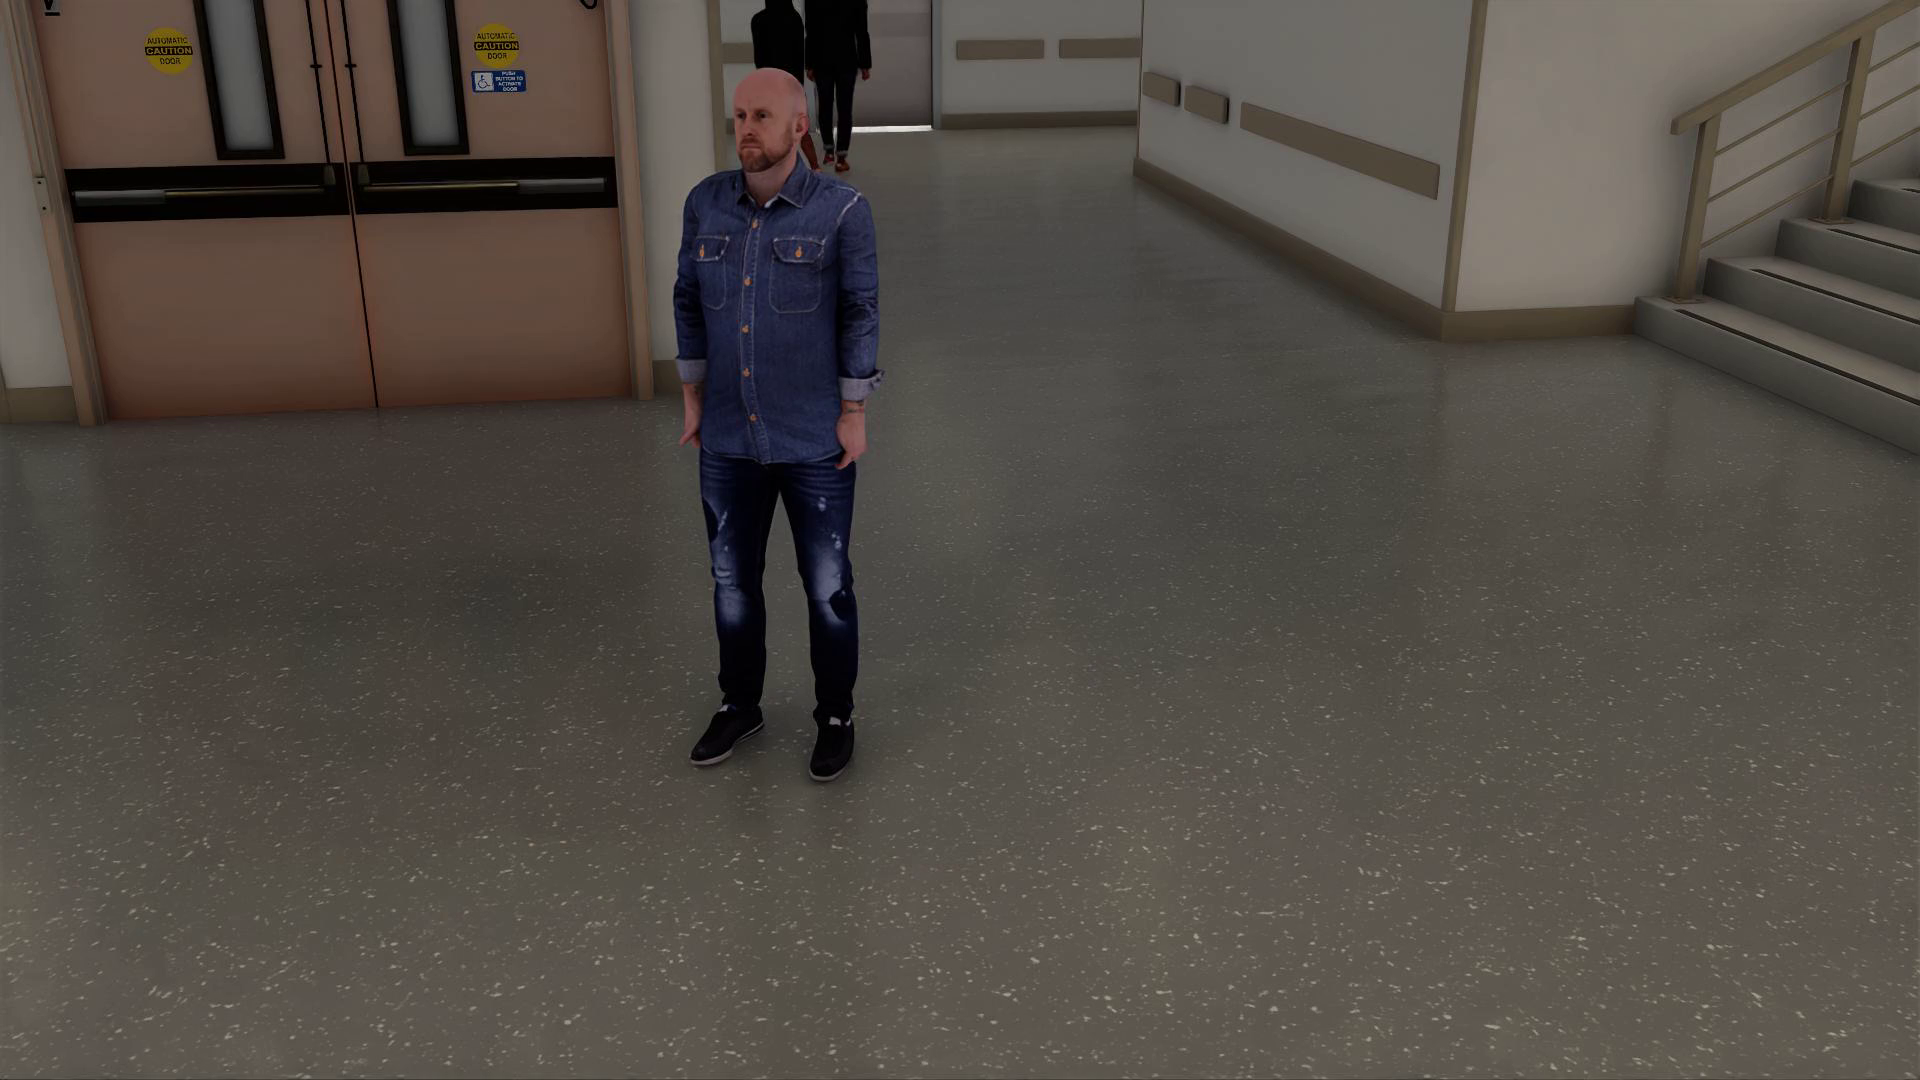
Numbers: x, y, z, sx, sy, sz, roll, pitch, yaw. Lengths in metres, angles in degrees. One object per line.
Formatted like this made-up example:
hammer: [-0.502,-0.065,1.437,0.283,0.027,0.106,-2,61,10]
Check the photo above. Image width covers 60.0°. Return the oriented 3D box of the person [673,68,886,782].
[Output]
person: [-0.473,-0.273,4.272,0.704,1.825,0.858,6,22,15]

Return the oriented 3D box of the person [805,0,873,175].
person: [-1.091,-4.085,14.368,0.768,1.803,0.872,2,21,5]

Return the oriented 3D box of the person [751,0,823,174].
person: [-1.378,-3.575,13.184,1.173,1.688,1.004,-13,24,-31]
